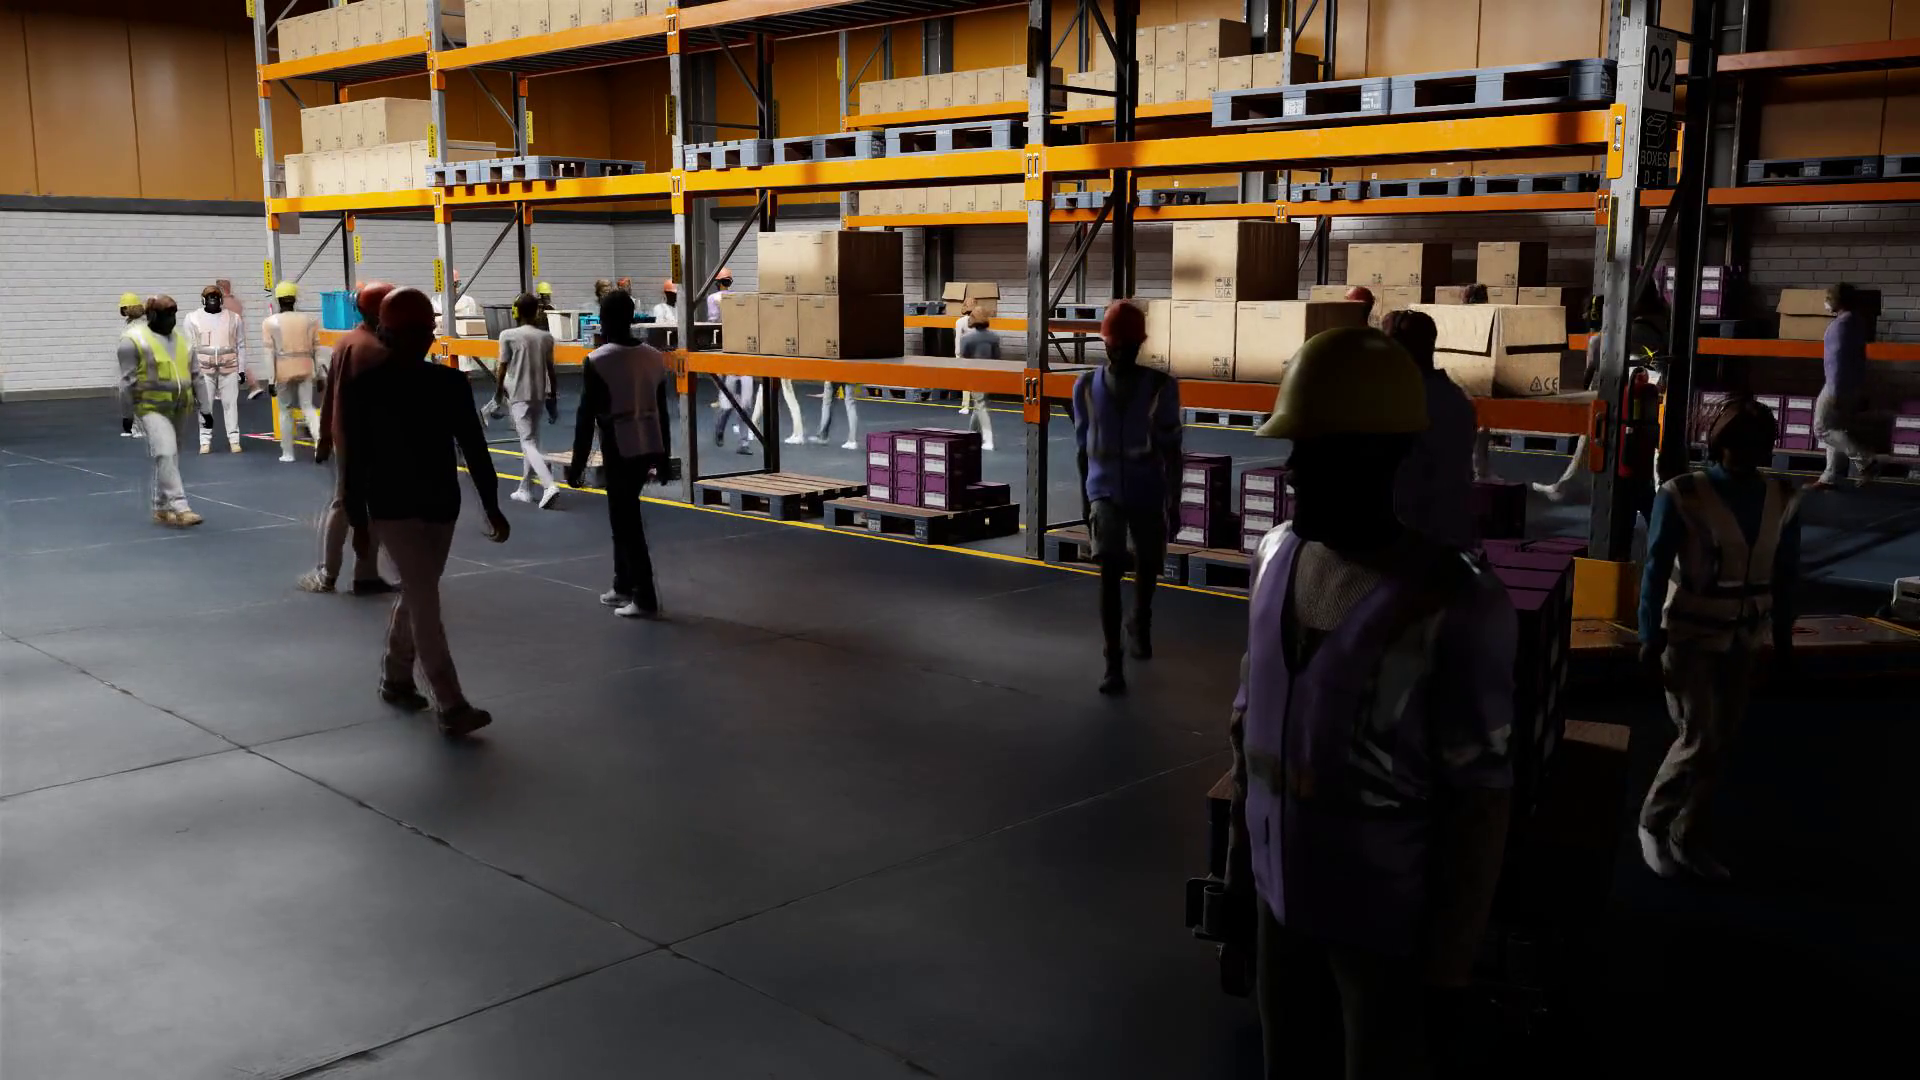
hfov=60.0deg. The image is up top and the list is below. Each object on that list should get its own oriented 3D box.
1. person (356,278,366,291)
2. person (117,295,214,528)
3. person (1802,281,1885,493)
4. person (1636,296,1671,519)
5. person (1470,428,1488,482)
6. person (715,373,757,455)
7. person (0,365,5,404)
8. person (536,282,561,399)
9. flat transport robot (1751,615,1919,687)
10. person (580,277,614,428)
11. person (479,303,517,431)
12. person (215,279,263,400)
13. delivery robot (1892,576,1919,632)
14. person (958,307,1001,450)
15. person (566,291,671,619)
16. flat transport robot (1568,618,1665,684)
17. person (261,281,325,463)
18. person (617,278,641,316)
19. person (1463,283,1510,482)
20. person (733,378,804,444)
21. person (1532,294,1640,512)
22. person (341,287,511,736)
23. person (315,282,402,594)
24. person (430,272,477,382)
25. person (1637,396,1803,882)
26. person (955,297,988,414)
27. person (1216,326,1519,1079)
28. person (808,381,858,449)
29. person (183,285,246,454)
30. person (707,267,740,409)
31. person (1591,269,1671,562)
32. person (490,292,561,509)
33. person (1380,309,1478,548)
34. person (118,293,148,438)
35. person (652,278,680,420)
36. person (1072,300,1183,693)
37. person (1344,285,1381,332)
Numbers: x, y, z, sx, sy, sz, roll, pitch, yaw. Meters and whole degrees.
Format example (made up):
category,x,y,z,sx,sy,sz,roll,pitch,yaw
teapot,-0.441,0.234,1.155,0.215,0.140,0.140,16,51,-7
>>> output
category,x,y,z,sx,sy,sz,roll,pitch,yaw
person,-7.614,-2.409,21.397,0.568,1.906,0.617,8,12,40
person,-6.128,-0.995,13.000,0.868,1.808,0.649,5,11,28
person,7.938,-1.347,14.857,0.585,1.921,0.626,9,13,43
person,5.206,-0.922,12.550,0.586,1.824,0.405,0,9,1
person,4.018,-1.043,13.556,0.525,1.737,0.732,-5,10,-28
person,-2.458,-1.811,18.210,0.533,1.743,0.562,-6,11,-33
person,-11.096,-1.965,18.728,0.601,1.898,0.692,0,9,3
person,-6.429,-3.079,25.779,0.422,1.819,0.612,7,11,35
flat transport robot,4.231,0.542,8.299,1.431,0.197,0.652,-1,9,-7
person,-4.423,-2.304,20.725,0.628,1.920,0.504,-6,11,-35
person,-5.733,-2.162,20.778,0.698,1.605,0.544,3,10,19
person,-11.277,-3.080,25.664,0.739,1.910,0.675,1,9,4
delivery robot,5.220,0.294,8.666,0.707,0.478,0.477,-4,10,-26
person,0.183,-1.829,18.787,0.519,1.579,0.842,-6,11,-31
person,-2.028,-0.487,9.665,0.732,1.895,0.594,5,11,28
flat transport robot,2.796,0.559,8.198,1.431,0.197,0.652,-2,9,-11
person,-6.877,-1.722,17.215,0.595,1.901,0.812,-8,12,-41
person,-5.221,-3.142,25.955,0.584,1.884,0.347,-7,11,-36
person,4.739,-1.385,15.171,0.823,1.878,0.680,2,9,12
person,-2.201,-2.029,19.350,0.987,1.806,0.569,6,11,31
person,5.329,-1.143,13.942,1.015,1.806,0.530,8,12,40
person,-2.378,-0.138,7.374,1.018,1.945,0.624,8,12,39
person,-3.751,-0.627,10.363,0.776,1.943,0.479,7,11,35
person,-6.680,-2.554,21.966,0.637,2.026,0.444,0,9,0
person,2.467,0.336,5.418,0.545,1.618,0.400,-3,10,-16
person,0.164,-2.573,23.259,0.497,1.629,0.276,-4,10,-23
person,0.653,0.604,2.850,0.377,1.929,0.585,-5,11,-30
person,-1.414,-1.841,18.804,0.530,1.599,0.781,-8,12,-41
person,-8.163,-1.865,18.253,0.627,1.847,0.429,-5,10,-27
person,-3.425,-2.925,24.138,0.373,2.043,0.615,9,13,43
person,4.589,-0.847,11.405,0.707,2.000,0.549,-9,13,-42
person,-3.665,-1.193,14.186,0.926,1.835,0.528,9,13,43
person,1.696,0.041,6.515,0.972,1.857,0.701,9,13,44
person,-9.916,-2.095,20.001,0.495,1.737,0.317,7,12,37
person,-3.944,-2.557,22.325,0.886,1.912,0.561,7,11,36
person,0.842,-0.247,8.264,0.564,1.890,0.974,2,9,12
person,3.207,-1.068,13.218,0.546,1.907,0.902,-3,10,-18
